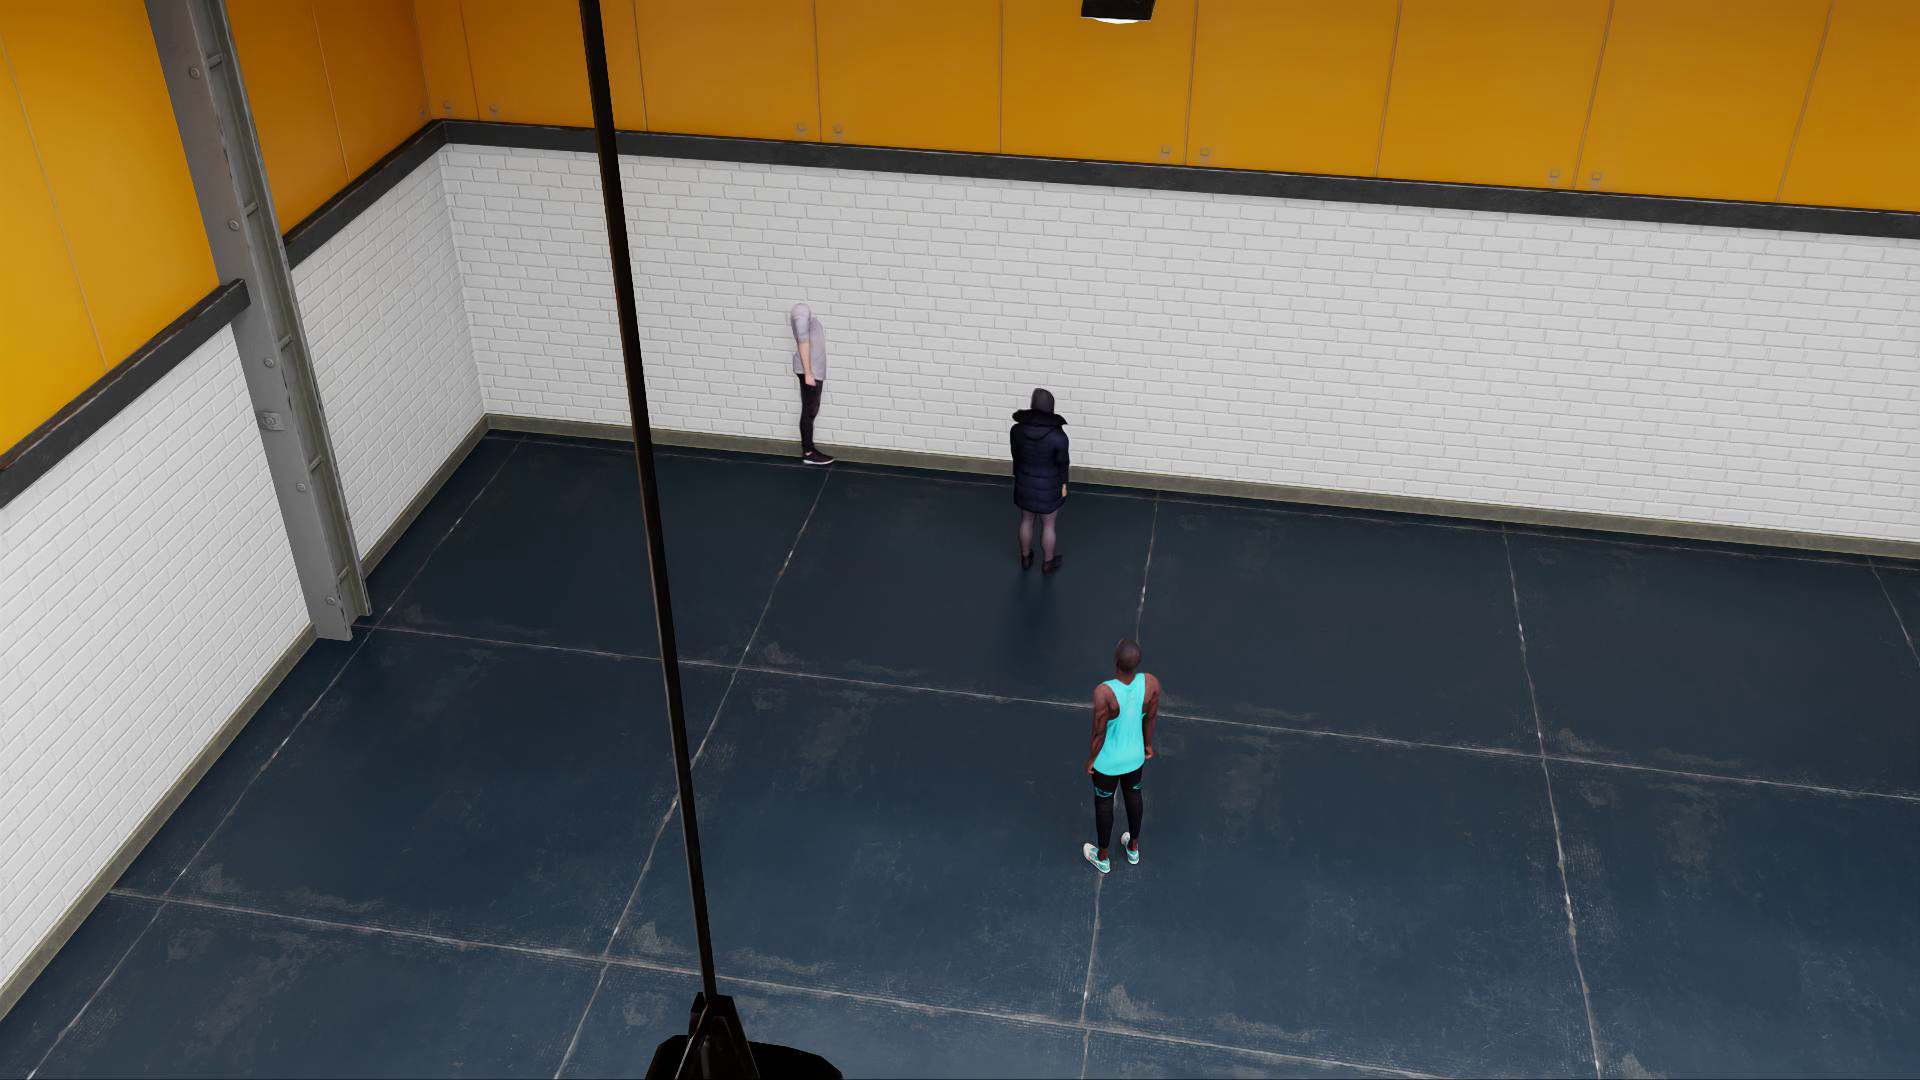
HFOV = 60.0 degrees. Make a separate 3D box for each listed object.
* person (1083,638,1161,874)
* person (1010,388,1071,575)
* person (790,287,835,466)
[{"bbox_3d":[1.020,1.371,10.608,0.691,1.811,0.687,-11,35,-17],"label":"person"},{"bbox_3d":[0.643,-0.476,13.512,0.735,1.673,0.729,14,36,20],"label":"person"},{"bbox_3d":[-1.356,-1.580,15.026,0.759,1.835,0.566,1,34,2],"label":"person"}]
